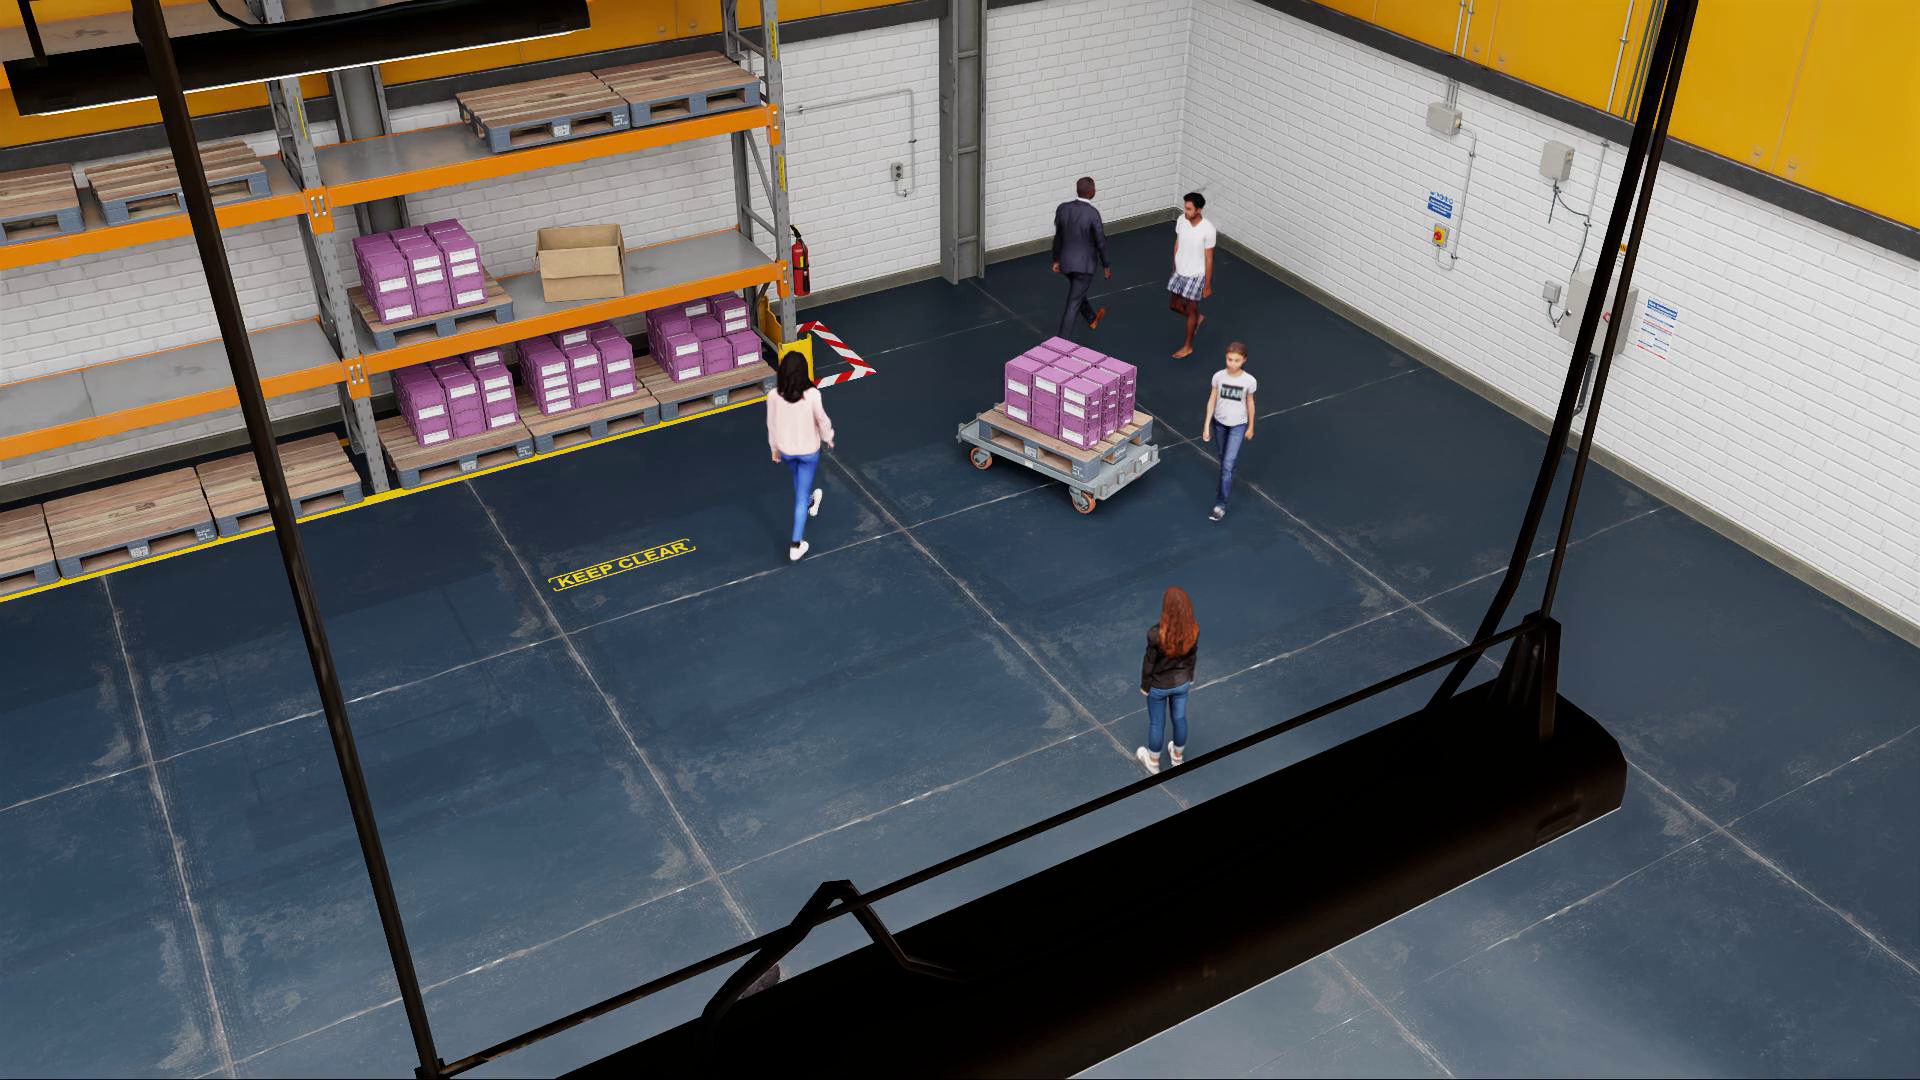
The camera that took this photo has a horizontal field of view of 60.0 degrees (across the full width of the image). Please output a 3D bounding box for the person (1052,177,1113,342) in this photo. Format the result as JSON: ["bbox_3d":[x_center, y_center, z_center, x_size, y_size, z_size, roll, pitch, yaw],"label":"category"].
[{"bbox_3d":[1.117,-2.662,16.434,0.945,1.778,1.278,27,42,34],"label":"person"}]

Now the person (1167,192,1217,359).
[{"bbox_3d":[2.354,-2.658,16.492,0.853,1.709,0.768,-27,42,-35],"label":"person"}]

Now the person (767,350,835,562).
[{"bbox_3d":[-1.328,-0.647,13.459,1.142,1.716,1.213,10,35,14],"label":"person"}]

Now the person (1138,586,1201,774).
[{"bbox_3d":[1.419,0.950,11.269,0.474,1.481,0.627,-13,36,-19],"label":"person"}]

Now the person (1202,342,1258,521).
[{"bbox_3d":[2.312,-1.018,14.195,0.953,1.520,1.126,14,36,20],"label":"person"}]
